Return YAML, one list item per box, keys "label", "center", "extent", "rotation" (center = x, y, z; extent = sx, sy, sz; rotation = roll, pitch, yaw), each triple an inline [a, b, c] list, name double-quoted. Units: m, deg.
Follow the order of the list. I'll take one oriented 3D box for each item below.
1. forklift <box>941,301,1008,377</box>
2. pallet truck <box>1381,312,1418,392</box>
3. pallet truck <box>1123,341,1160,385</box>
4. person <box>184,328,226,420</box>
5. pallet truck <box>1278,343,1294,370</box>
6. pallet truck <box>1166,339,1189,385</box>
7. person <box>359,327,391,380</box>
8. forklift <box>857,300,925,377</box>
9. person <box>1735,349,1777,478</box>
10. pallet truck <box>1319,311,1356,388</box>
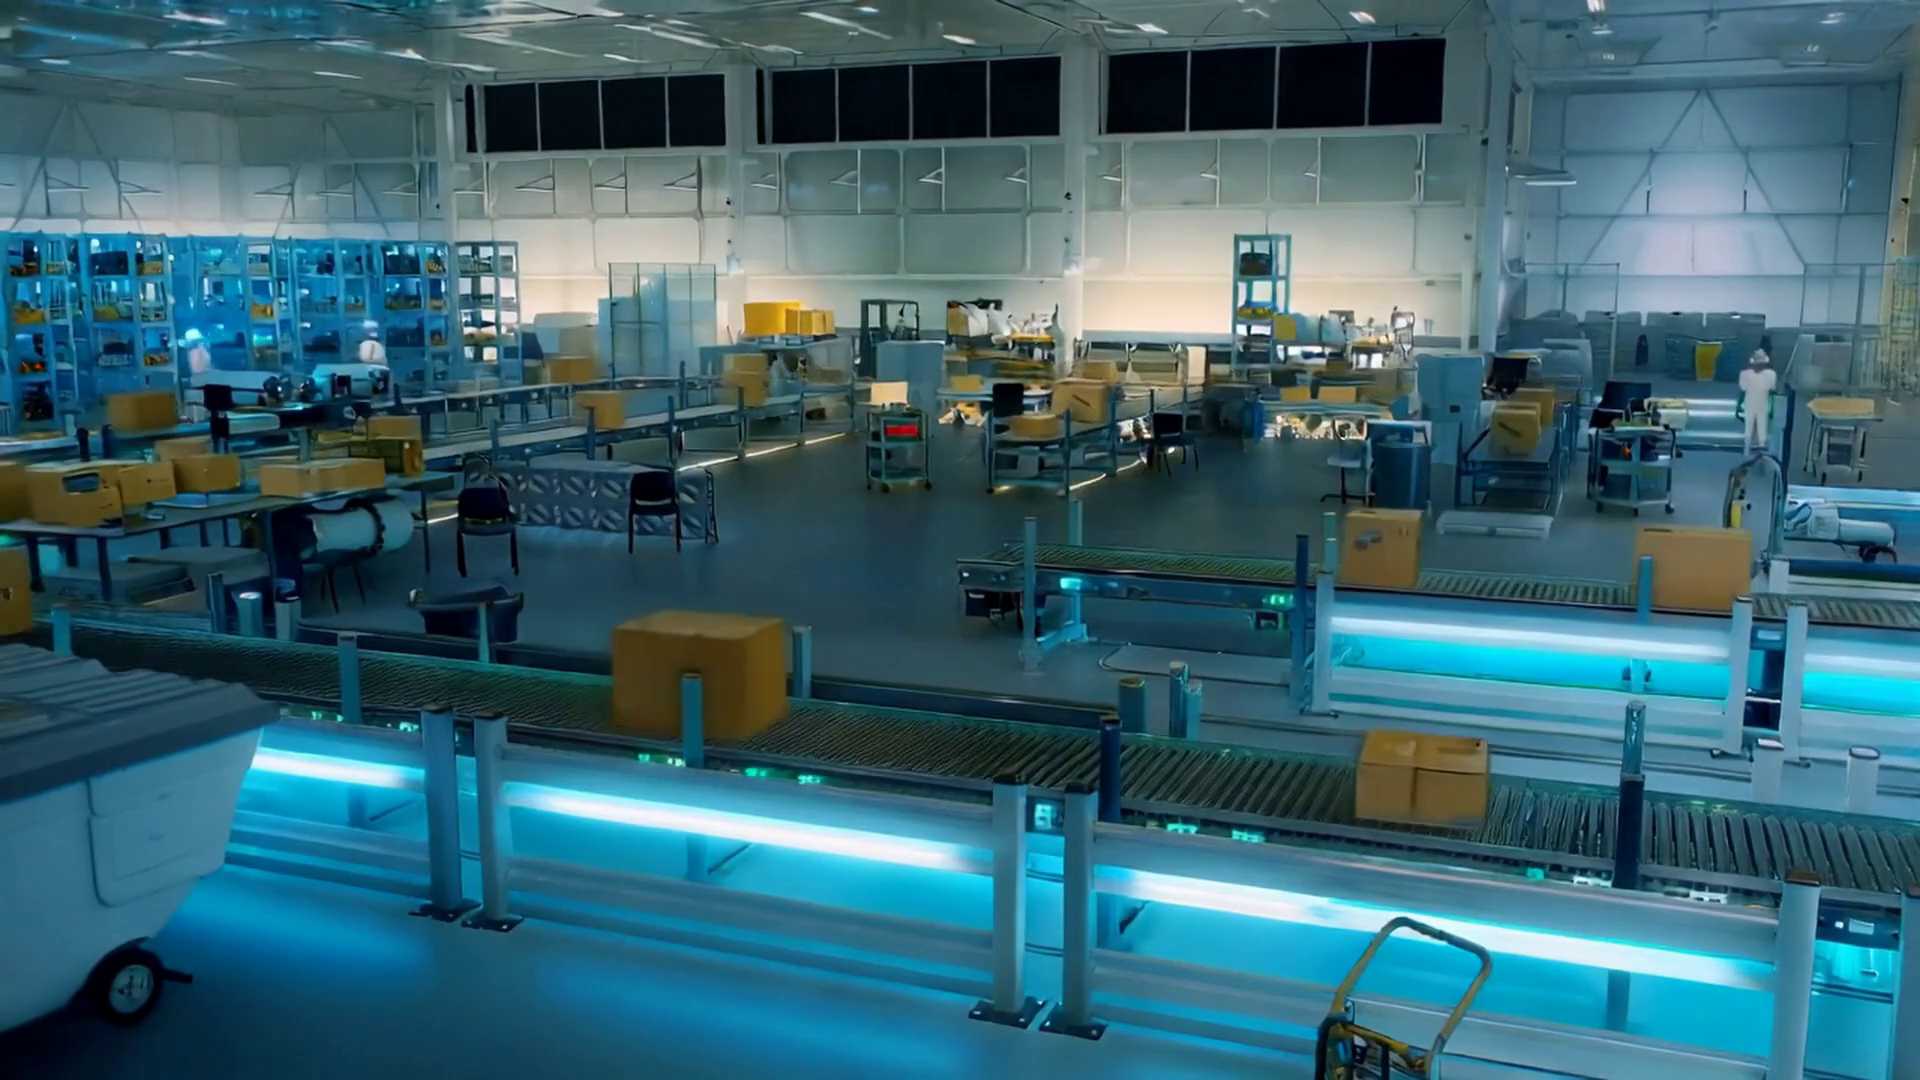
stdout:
- label: "forklift"
  center: [0.365, -4.966, 41.571]
  extent: [1.157, 1.987, 2.680]
  rotation: [3, 10, 20]
- label: "pallet truck"
  center: [10.207, -4.283, 38.369]
  extent: [0.823, 1.965, 1.885]
  rotation: [3, 10, 20]
- label: "pallet truck"
  center: [4.445, -4.380, 41.279]
  extent: [0.680, 1.201, 1.601]
  rotation: [4, 10, 22]
- label: "person"
  center: [-13.346, -2.750, 29.258]
  extent: [0.656, 1.945, 1.032]
  rotation: [6, 11, 32]
- label: "pallet truck"
  center: [7.886, -4.163, 39.743]
  extent: [0.653, 1.274, 1.630]
  rotation: [4, 10, 22]
- label: "pallet truck"
  center: [5.418, -4.269, 40.420]
  extent: [0.704, 1.261, 1.522]
  rotation: [3, 10, 20]
- label: "person"
  center: [-11.783, -3.416, 33.717]
  extent: [0.626, 1.793, 0.872]
  rotation: [5, 10, 26]
- label: "forklift"
  center: [-1.732, -5.109, 42.468]
  extent: [1.157, 1.987, 2.680]
  rotation: [4, 10, 22]
- label: "person"
  center: [11.408, -1.809, 23.858]
  extent: [0.521, 1.840, 0.806]
  rotation: [3, 10, 19]
- label: "pallet truck"
  center: [9.071, -4.419, 39.190]
  extent: [0.823, 1.965, 1.885]
  rotation: [5, 10, 26]
